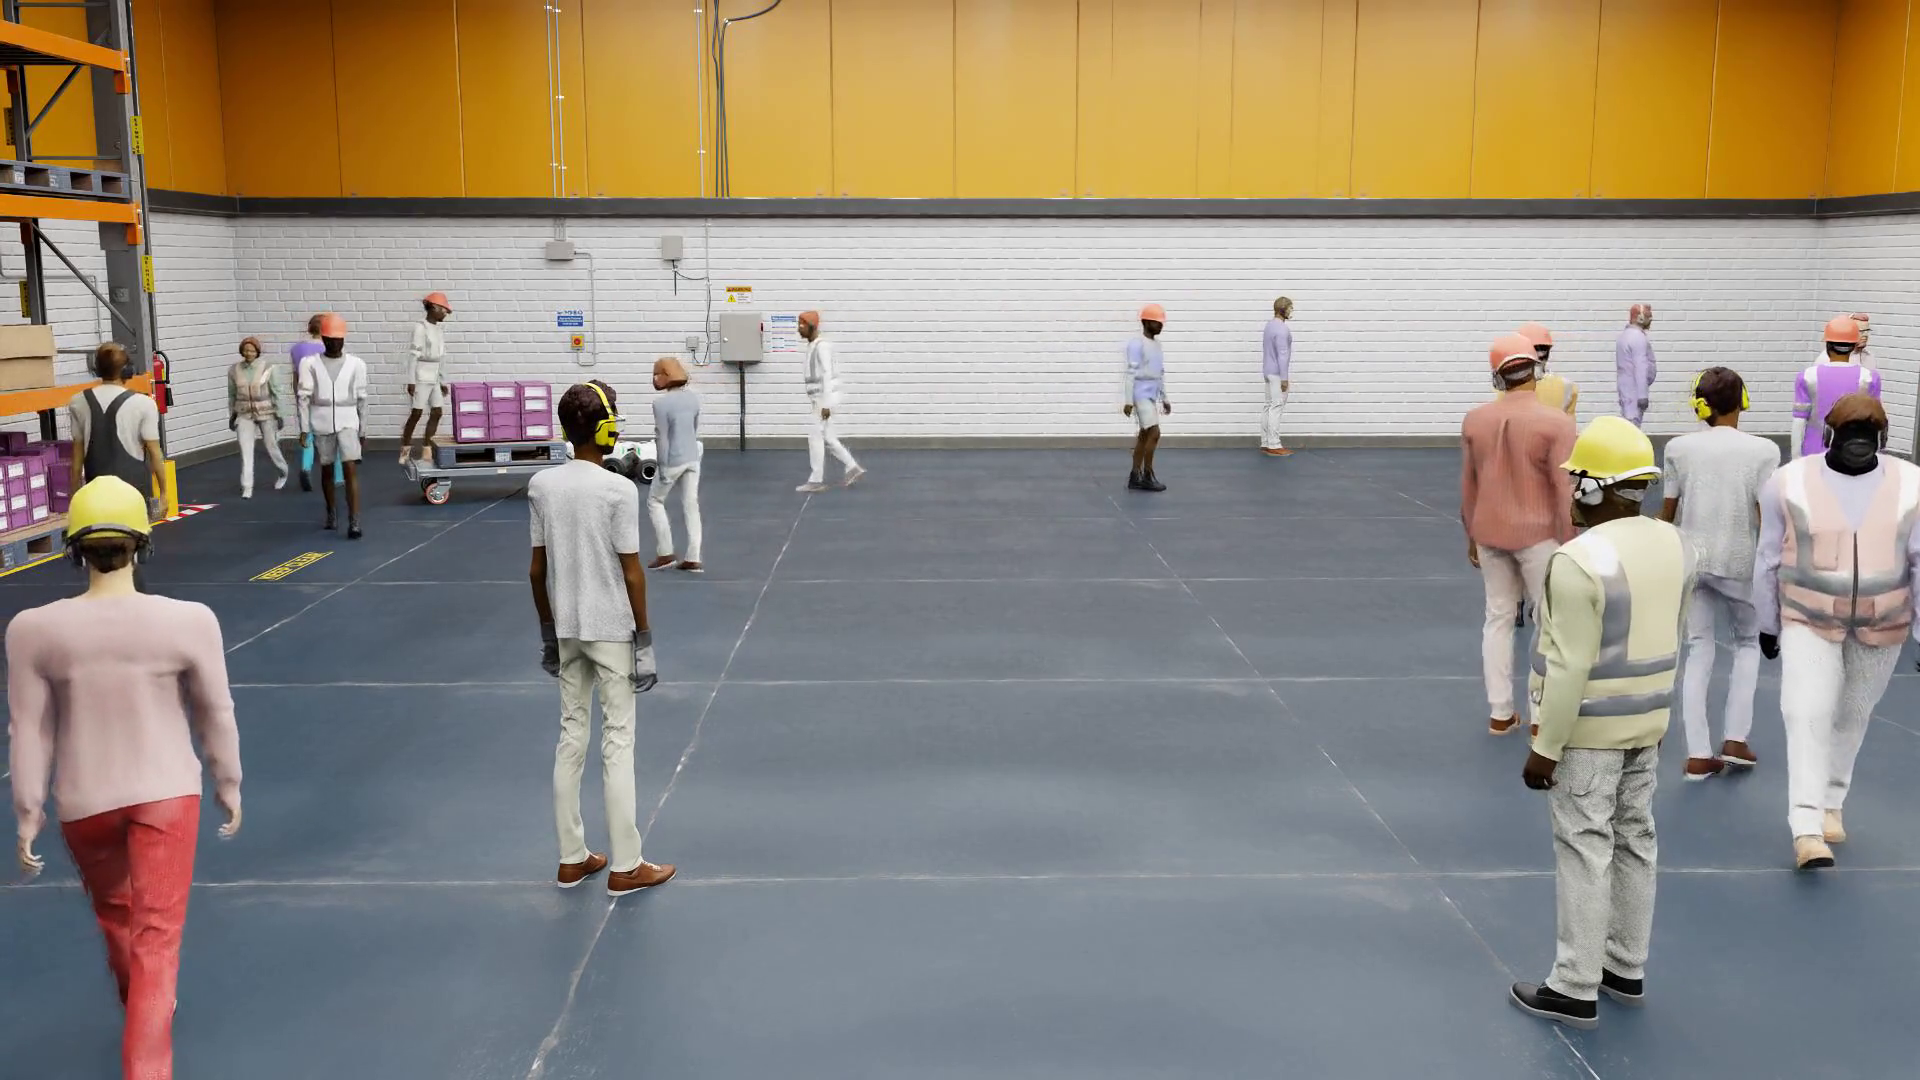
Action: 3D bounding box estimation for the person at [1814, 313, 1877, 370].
[{"bbox_3d":[7.456,-0.953,13.999,0.648,1.903,0.399,-5,10,-26],"label":"person"}]

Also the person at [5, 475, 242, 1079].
[{"bbox_3d":[-2.235,0.687,4.487,0.538,1.721,0.930,-3,10,-15],"label":"person"}]

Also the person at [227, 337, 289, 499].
[{"bbox_3d":[-7.047,-1.247,16.710,0.556,1.601,0.777,-1,9,-5],"label":"person"}]

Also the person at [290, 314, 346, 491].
[{"bbox_3d":[-6.535,-1.401,16.991,0.571,1.815,0.719,0,9,-1],"label":"person"}]

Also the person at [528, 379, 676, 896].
[{"bbox_3d":[-1.317,0.356,6.049,0.512,1.873,0.329,4,10,26],"label":"person"}]

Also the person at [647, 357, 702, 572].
[{"bbox_3d":[-2.150,-0.562,12.462,0.521,1.613,0.496,7,12,38],"label":"person"}]

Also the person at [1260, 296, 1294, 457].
[{"bbox_3d":[3.852,-1.984,20.190,0.353,1.936,0.635,-1,9,-6],"label":"person"}]

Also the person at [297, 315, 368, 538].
[{"bbox_3d":[-5.329,-0.971,14.173,0.562,1.885,1.013,-3,10,-20],"label":"person"}]

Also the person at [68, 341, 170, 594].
[{"bbox_3d":[-5.141,-0.303,10.206,0.545,1.829,0.400,-1,9,-5],"label":"person"}]

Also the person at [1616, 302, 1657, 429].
[{"bbox_3d":[7.387,-1.638,18.174,0.406,1.906,0.651,1,9,7],"label":"person"}]

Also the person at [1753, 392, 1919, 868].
[{"bbox_3d":[3.366,0.349,6.310,0.623,1.793,0.946,3,10,18],"label":"person"}]

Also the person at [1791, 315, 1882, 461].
[{"bbox_3d":[6.144,-0.603,11.713,0.551,1.942,0.344,4,10,25],"label":"person"}]

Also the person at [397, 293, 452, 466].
[{"bbox_3d":[-6.235,-1.857,19.271,0.648,1.993,0.697,2,9,12],"label":"person"}]

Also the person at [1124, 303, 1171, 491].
[{"bbox_3d":[1.968,-1.442,16.914,0.648,1.915,0.563,6,11,34],"label":"person"}]

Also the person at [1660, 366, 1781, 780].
[{"bbox_3d":[3.436,0.144,7.453,0.558,1.834,0.609,8,12,41],"label":"person"}]

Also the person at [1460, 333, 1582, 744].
[{"bbox_3d":[2.736,-0.008,8.054,0.365,1.956,0.735,-8,12,-39],"label":"person"}]

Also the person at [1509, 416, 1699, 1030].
[{"bbox_3d":[1.913,0.545,5.002,0.588,1.835,0.403,-6,11,-34],"label":"person"}]

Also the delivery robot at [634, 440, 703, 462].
[{"bbox_3d":[-3.102,-0.935,17.703,0.707,0.478,0.477,-3,10,-17],"label":"delivery robot"}]

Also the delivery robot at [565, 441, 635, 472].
[{"bbox_3d":[-3.844,-0.944,17.760,0.707,0.478,0.477,2,9,13],"label":"delivery robot"}]

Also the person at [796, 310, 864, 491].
[{"bbox_3d":[-1.335,-1.425,17.050,0.726,1.869,0.606,-3,10,-17],"label":"person"}]

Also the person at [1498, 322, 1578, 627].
[{"bbox_3d":[3.615,-0.409,10.563,0.542,1.928,0.374,-2,10,-13],"label":"person"}]
